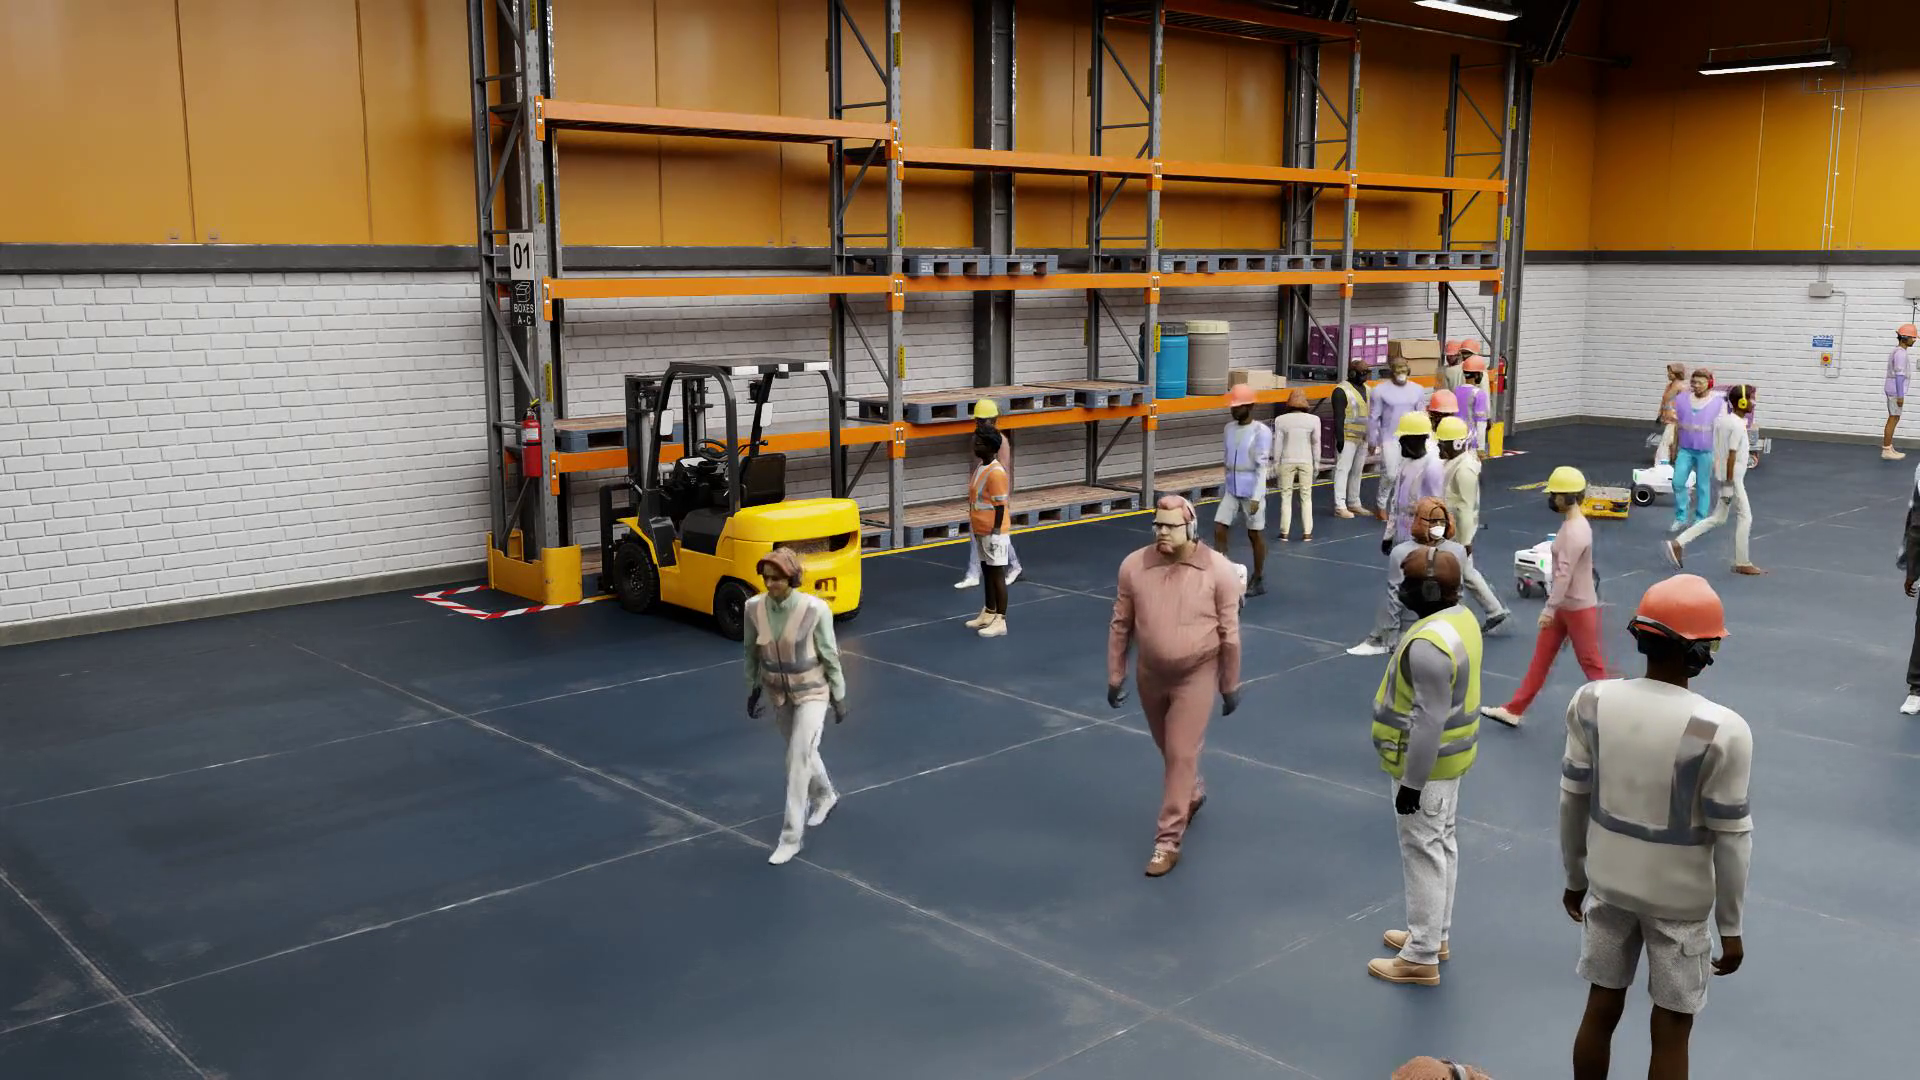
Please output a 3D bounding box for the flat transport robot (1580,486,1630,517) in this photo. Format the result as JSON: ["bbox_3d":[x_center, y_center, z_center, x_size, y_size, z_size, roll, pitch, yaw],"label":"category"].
[{"bbox_3d":[7.631,-0.474,19.825,0.652,0.197,1.431,4,11,23],"label":"flat transport robot"}]

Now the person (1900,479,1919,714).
[{"bbox_3d":[6.552,0.220,10.947,0.589,1.919,0.393,6,11,31],"label":"person"}]

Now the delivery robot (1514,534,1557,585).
[{"bbox_3d":[5.289,0.187,14.852,0.707,0.478,0.477,-6,11,-32],"label":"delivery robot"}]

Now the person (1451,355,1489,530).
[{"bbox_3d":[5.667,-1.085,18.533,0.379,1.938,0.547,-4,11,-24],"label":"person"}]

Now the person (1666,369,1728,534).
[{"bbox_3d":[7.988,-0.948,18.088,0.635,1.814,0.595,-9,13,-42],"label":"person"}]

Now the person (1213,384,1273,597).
[{"bbox_3d":[2.421,-0.406,14.651,0.848,1.909,0.556,-9,13,-42],"label":"person"}]

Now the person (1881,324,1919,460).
[{"bbox_3d":[14.049,-2.210,24.859,0.409,2.033,0.608,4,11,24],"label":"person"}]

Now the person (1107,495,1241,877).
[{"bbox_3d":[1.105,0.672,8.498,0.660,1.862,0.988,5,11,29],"label":"person"}]

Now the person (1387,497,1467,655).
[{"bbox_3d":[2.756,0.551,9.844,0.504,1.632,0.269,-2,10,-14],"label":"person"}]

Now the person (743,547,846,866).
[{"bbox_3d":[-0.816,0.788,8.589,0.536,1.591,0.806,5,11,28],"label":"person"}]

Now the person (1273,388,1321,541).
[{"bbox_3d":[3.591,-0.798,17.746,0.507,1.630,0.268,1,10,7],"label":"person"}]

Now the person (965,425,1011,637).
[{"bbox_3d":[0.233,-0.078,13.335,0.322,1.697,0.532,-3,10,-14],"label":"person"}]

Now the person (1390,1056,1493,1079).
[{"bbox_3d":[0.826,1.738,3.000,0.411,1.604,0.557,9,13,43],"label":"person"}]

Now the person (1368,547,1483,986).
[{"bbox_3d":[1.946,0.935,6.988,0.429,1.841,0.633,5,11,27],"label":"person"}]

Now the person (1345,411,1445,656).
[{"bbox_3d":[3.482,-0.047,12.652,1.007,1.882,0.603,-1,10,-4],"label":"person"}]

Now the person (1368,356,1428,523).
[{"bbox_3d":[4.934,-1.102,18.708,0.644,1.921,0.435,-2,10,-10],"label":"person"}]

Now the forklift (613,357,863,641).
[{"bbox_3d":[-1.847,-0.414,13.852,1.214,2.155,2.313,-9,13,-42],"label":"forklift"}]

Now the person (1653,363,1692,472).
[{"bbox_3d":[9.589,-1.580,22.383,0.733,1.608,0.515,1,10,6],"label":"person"}]

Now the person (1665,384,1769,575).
[{"bbox_3d":[7.285,-0.578,15.881,0.849,1.843,0.524,2,10,12],"label":"person"}]

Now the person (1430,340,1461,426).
[{"bbox_3d":[6.561,-1.709,22.223,0.417,1.921,0.557,-9,13,-41],"label":"person"}]

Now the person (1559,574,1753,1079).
[{"bbox_3d":[2.234,1.115,5.343,0.392,2.041,0.615,-7,12,-37],"label":"person"}]

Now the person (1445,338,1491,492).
[{"bbox_3d":[6.495,-1.584,21.321,0.411,1.986,0.624,-8,13,-40],"label":"person"}]

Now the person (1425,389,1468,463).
[{"bbox_3d":[3.986,-0.288,13.863,0.543,1.939,0.360,-3,10,-15],"label":"person"}]

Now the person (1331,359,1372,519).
[{"bbox_3d":[4.594,-1.180,19.375,0.622,1.843,0.429,-8,13,-40],"label":"person"}]

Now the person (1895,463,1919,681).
[{"bbox_3d":[7.157,0.040,11.976,0.910,1.935,0.607,-5,11,-26],"label":"person"}]

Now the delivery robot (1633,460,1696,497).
[{"bbox_3d":[8.575,-0.734,20.247,0.707,0.478,0.477,4,10,20],"label":"delivery robot"}]

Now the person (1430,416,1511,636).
[{"bbox_3d":[3.969,-0.093,13.188,0.886,1.794,0.597,2,10,11],"label":"person"}]

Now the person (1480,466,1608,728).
[{"bbox_3d":[3.736,0.405,10.421,0.879,1.722,0.540,2,10,13],"label":"person"}]

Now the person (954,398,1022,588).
[{"bbox_3d":[0.277,-0.427,15.257,0.578,1.765,0.535,-7,12,-37],"label":"person"}]

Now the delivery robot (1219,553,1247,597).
[{"bbox_3d":[2.134,0.350,13.880,0.477,0.478,0.707,5,12,29],"label":"delivery robot"}]
